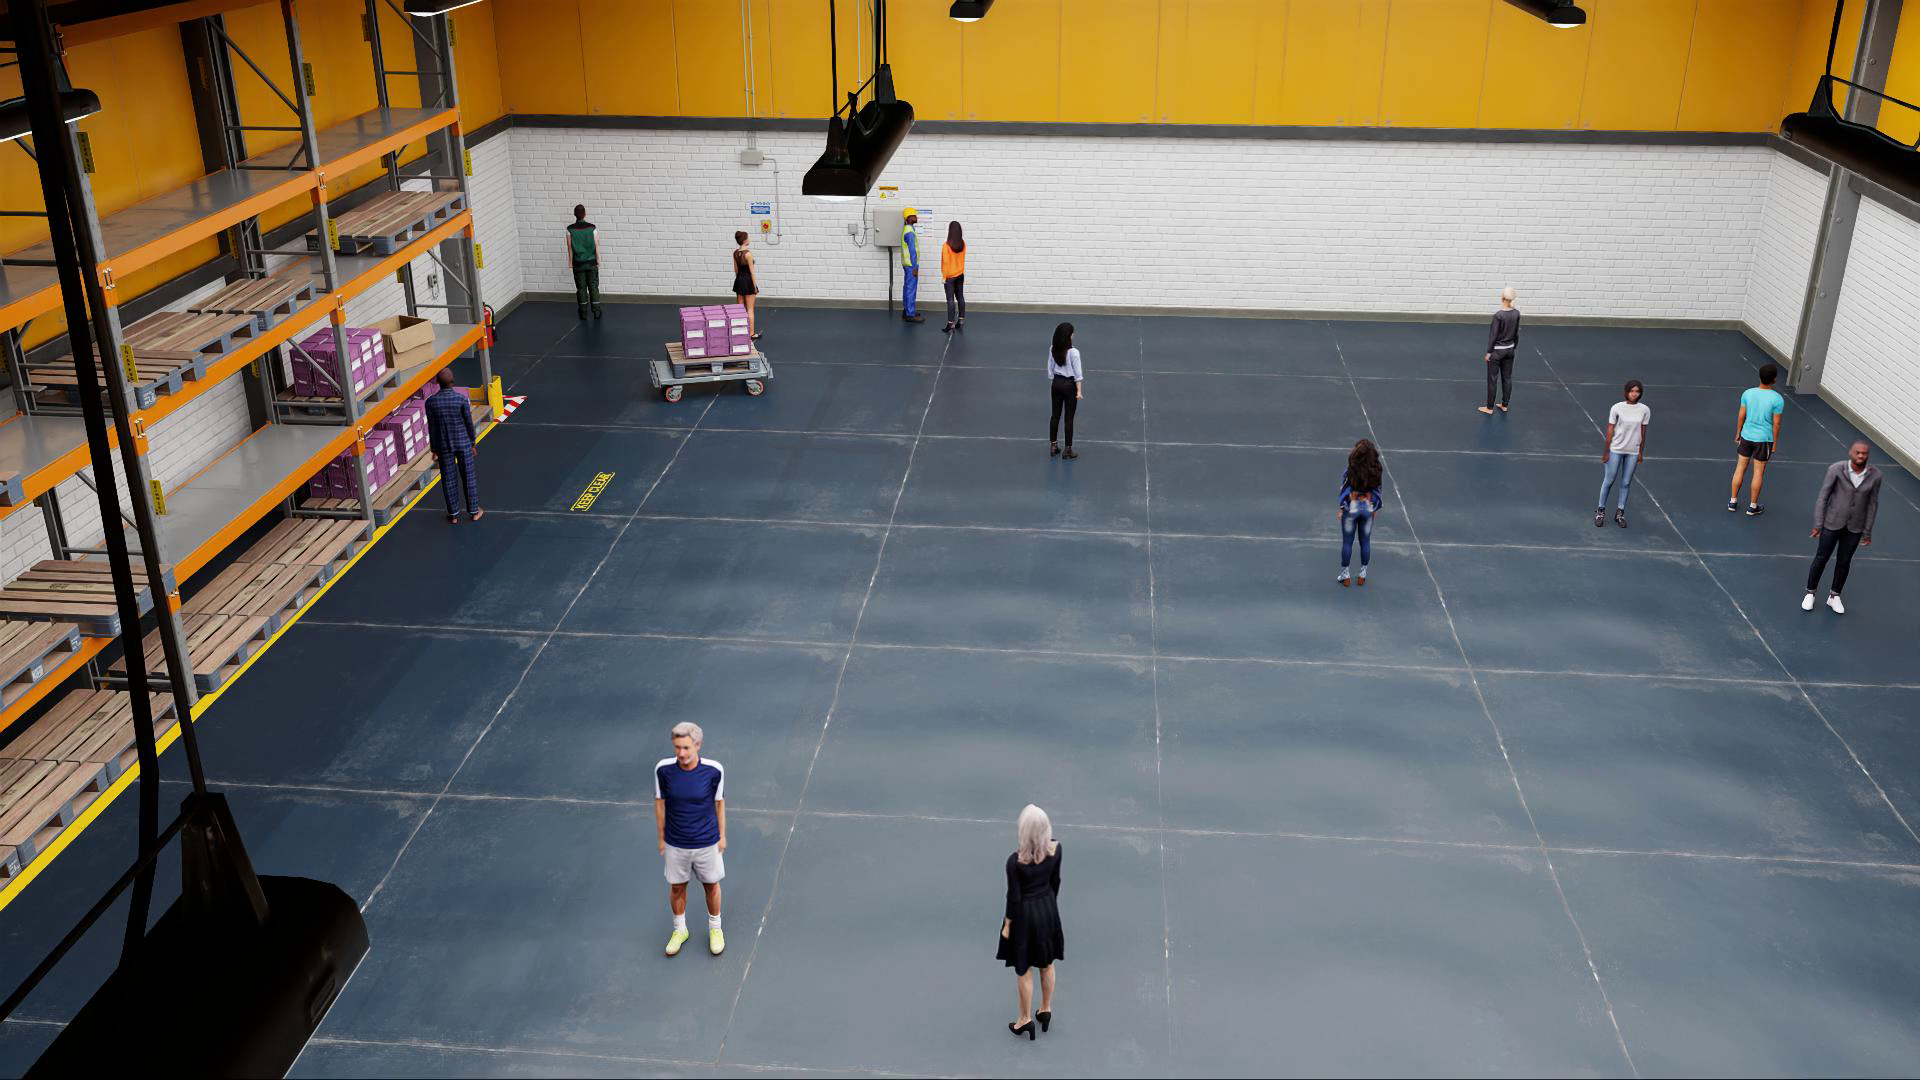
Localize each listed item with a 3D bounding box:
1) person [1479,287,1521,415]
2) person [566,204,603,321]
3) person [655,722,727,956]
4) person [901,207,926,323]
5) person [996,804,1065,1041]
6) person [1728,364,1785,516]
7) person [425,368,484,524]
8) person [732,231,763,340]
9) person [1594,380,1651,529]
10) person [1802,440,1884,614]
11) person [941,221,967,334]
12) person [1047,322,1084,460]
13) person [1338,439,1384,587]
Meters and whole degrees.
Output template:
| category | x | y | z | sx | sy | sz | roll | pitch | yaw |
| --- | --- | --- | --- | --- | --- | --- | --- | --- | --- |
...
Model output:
| category | x | y | z | sx | sy | sz | roll | pitch | yaw |
| --- | --- | --- | --- | --- | --- | --- | --- | --- | --- |
| person | 7.291 | -2.564 | 22.385 | 0.687 | 1.726 | 0.666 | -9 | 25 | -19 |
| person | -5.996 | -4.450 | 26.554 | 0.721 | 1.842 | 0.704 | -6 | 24 | -13 |
| person | -1.876 | 2.068 | 11.647 | 0.656 | 1.838 | 0.578 | 0 | 24 | -1 |
| person | -0.784 | -4.401 | 26.477 | 0.783 | 1.813 | 0.609 | -4 | 24 | -9 |
| person | 0.469 | 2.477 | 10.827 | 0.698 | 1.747 | 0.738 | -14 | 27 | -29 |
| person | 9.151 | -1.161 | 19.112 | 0.691 | 1.776 | 0.720 | 20 | 31 | 38 |
| person | -5.747 | -1.080 | 18.875 | 0.744 | 1.818 | 0.720 | -7 | 24 | -15 |
| person | -3.306 | -3.929 | 25.574 | 0.678 | 1.673 | 0.718 | 19 | 30 | 36 |
| person | 7.488 | -0.984 | 18.779 | 0.590 | 1.719 | 0.523 | 3 | 24 | 7 |
| person | 8.891 | -0.154 | 16.756 | 0.770 | 1.818 | 0.675 | 7 | 25 | 16 |
| person | -0.089 | -4.111 | 25.895 | 0.771 | 1.748 | 0.690 | 21 | 31 | 39 |
| person | 1.300 | -1.879 | 20.794 | 0.739 | 1.744 | 0.751 | 18 | 29 | 35 |
| person | 4.152 | -0.299 | 17.336 | 0.641 | 1.618 | 0.581 | -1 | 24 | -2 |
